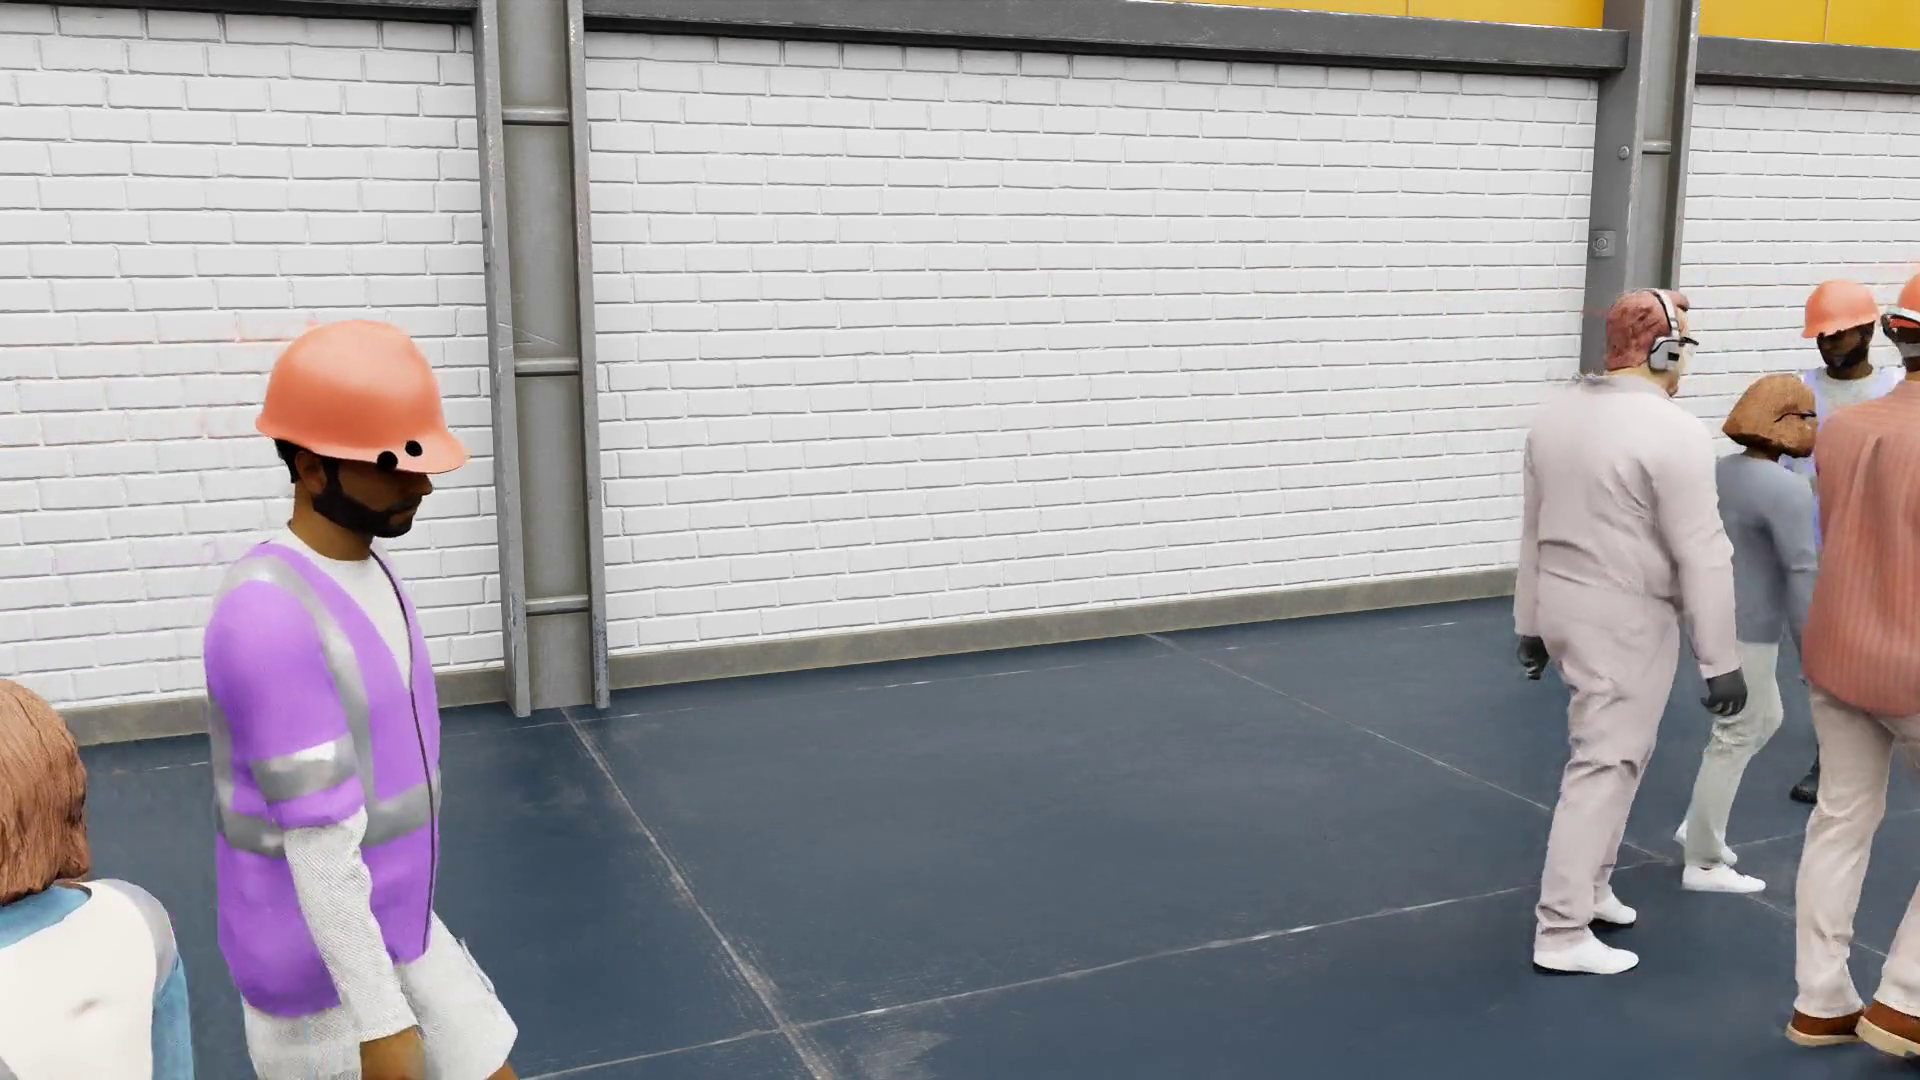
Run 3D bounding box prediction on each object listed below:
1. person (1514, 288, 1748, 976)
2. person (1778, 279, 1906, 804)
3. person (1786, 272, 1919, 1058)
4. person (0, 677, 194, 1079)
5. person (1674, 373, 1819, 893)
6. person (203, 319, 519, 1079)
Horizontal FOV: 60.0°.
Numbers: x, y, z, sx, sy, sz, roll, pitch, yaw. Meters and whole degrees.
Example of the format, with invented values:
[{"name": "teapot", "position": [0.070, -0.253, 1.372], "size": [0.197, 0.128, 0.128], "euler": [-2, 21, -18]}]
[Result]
[{"name": "person", "position": [1.853, 0.269, 4.558], "size": [0.630, 1.888, 0.665], "euler": [-2, 10, -10]}, {"name": "person", "position": [3.306, -0.034, 6.247], "size": [0.568, 1.894, 0.943], "euler": [7, 13, 35]}, {"name": "person", "position": [2.330, 0.317, 4.051], "size": [0.517, 1.978, 0.617], "euler": [-3, 11, -15]}, {"name": "person", "position": [-0.929, 0.917, 1.754], "size": [0.836, 1.597, 0.513], "euler": [0, 10, 2]}, {"name": "person", "position": [2.429, 0.301, 5.112], "size": [0.390, 1.622, 0.516], "euler": [0, 10, 2]}, {"name": "person", "position": [-0.908, 0.617, 2.586], "size": [0.476, 1.906, 0.544], "euler": [1, 10, 3]}]
